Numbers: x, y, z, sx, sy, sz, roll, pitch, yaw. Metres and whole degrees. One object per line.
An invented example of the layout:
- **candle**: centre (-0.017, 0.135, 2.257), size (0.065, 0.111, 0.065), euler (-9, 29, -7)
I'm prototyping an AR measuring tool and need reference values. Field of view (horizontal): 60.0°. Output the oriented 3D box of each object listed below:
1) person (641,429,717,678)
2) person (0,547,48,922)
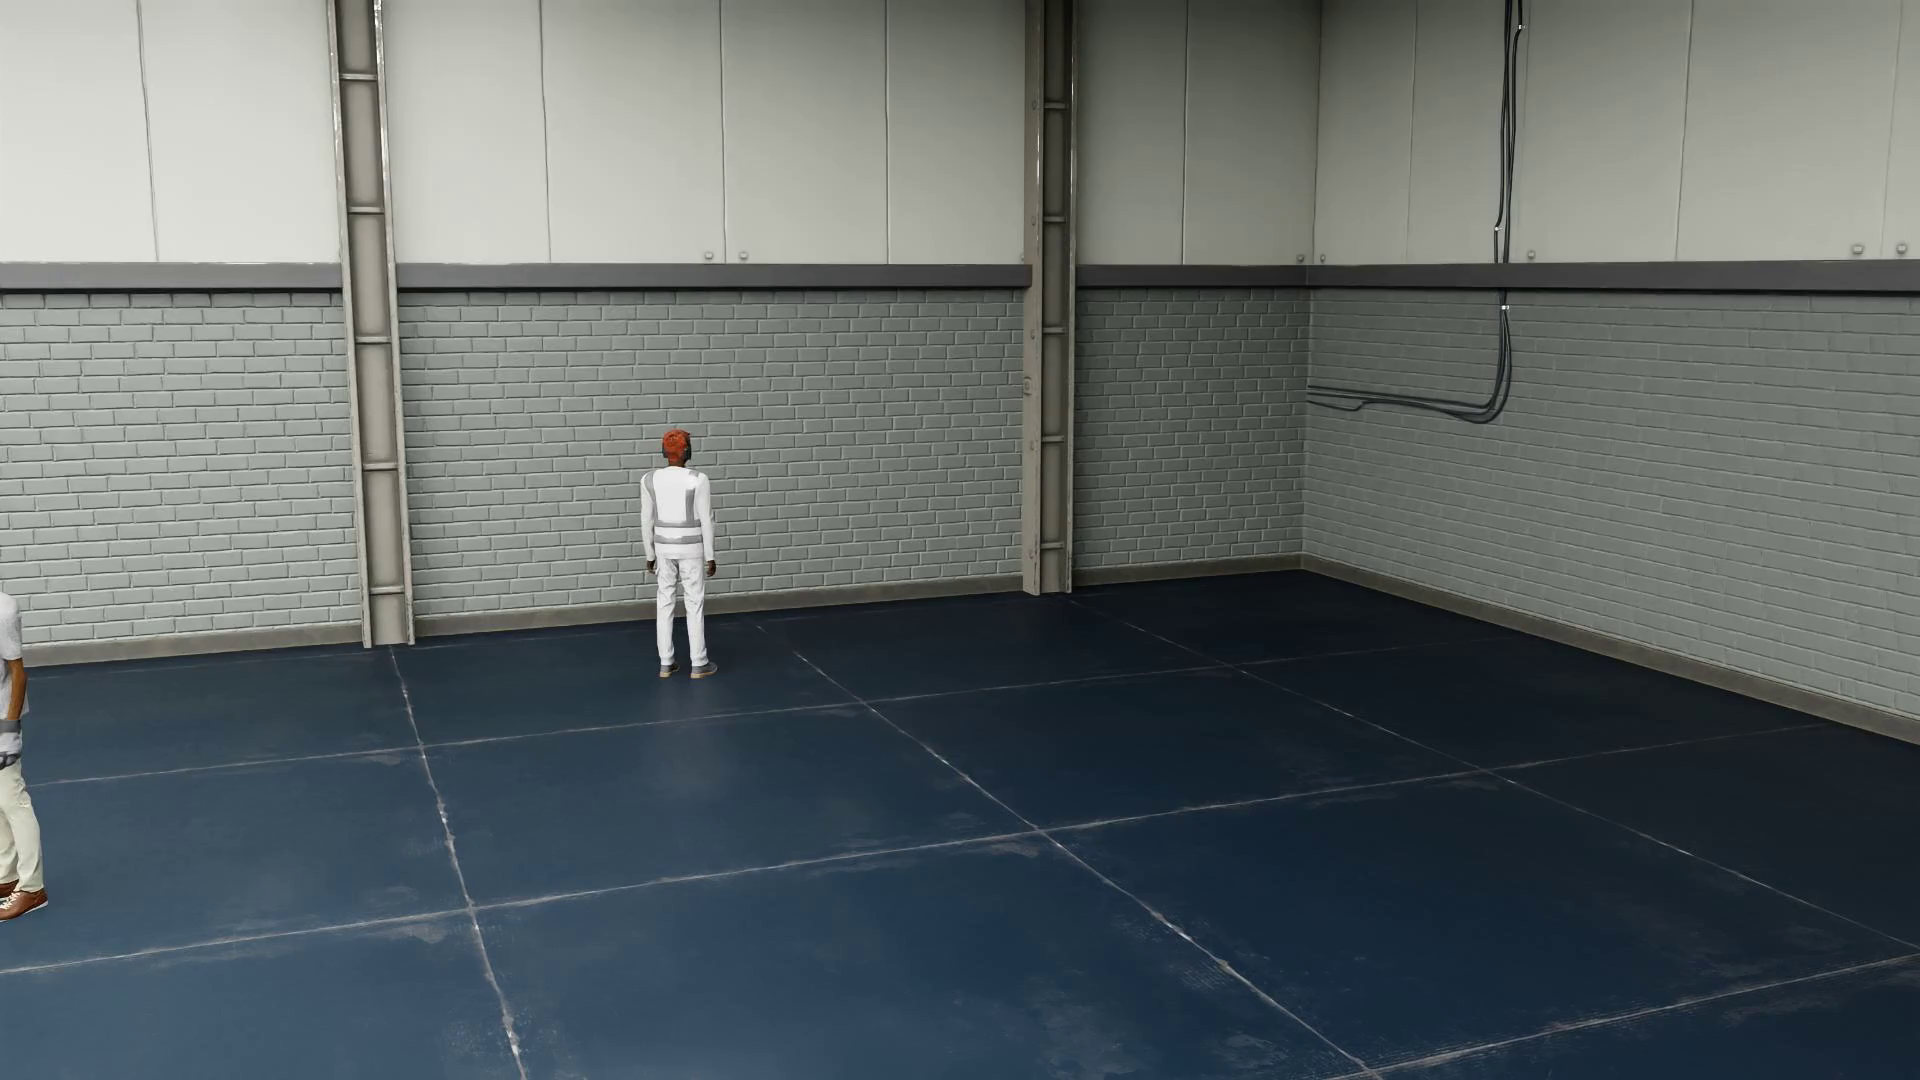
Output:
- **person**: centre (-2.109, 0.108, 12.534), size (0.574, 1.883, 0.355), euler (2, 9, 13)
- **person**: centre (-4.578, 0.861, 7.842), size (0.520, 1.873, 0.328), euler (7, 11, 38)
